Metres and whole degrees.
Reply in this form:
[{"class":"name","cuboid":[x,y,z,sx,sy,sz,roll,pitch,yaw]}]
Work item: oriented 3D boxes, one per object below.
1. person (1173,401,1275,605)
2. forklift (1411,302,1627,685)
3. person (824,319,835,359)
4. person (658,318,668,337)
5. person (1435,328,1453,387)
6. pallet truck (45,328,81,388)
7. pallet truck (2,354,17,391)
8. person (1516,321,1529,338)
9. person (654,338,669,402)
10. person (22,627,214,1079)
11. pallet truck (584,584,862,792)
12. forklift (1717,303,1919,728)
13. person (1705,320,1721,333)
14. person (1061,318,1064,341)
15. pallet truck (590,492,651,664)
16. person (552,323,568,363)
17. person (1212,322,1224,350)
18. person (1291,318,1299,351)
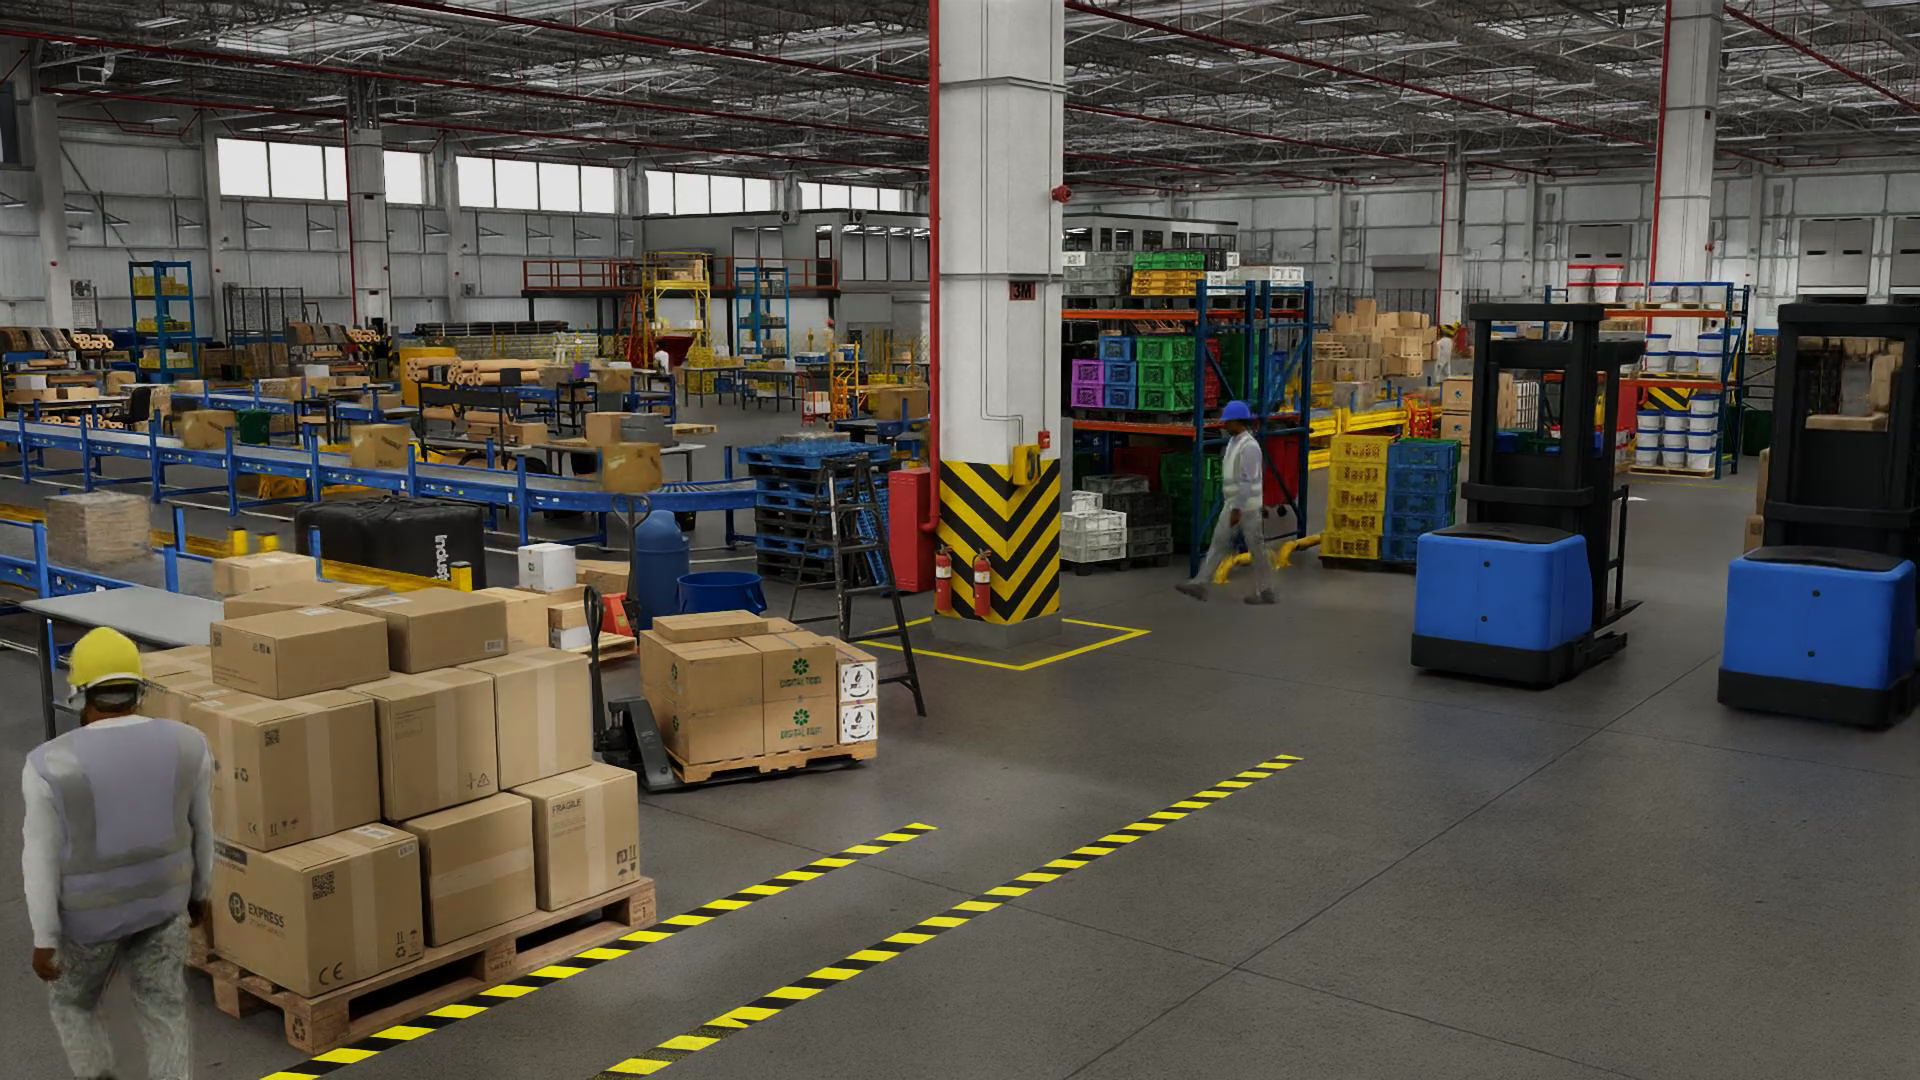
[{"class":"person","cuboid":[2.497,-0.330,15.388,0.985,1.896,0.632,-2,9,-10]},{"class":"forklift","cuboid":[4.379,-0.438,12.852,1.129,2.768,1.873,7,11,37]},{"class":"person","cuboid":[-4.943,-7.458,63.377,0.429,1.919,0.566,4,9,26]},{"class":"person","cuboid":[-12.081,-8.168,68.277,0.896,1.881,0.600,0,8,2]},{"class":"person","cuboid":[13.789,-5.050,47.210,0.635,1.913,0.834,-5,10,-29]},{"class":"pallet truck","cuboid":[-23.775,-4.544,43.495,1.885,1.965,0.823,6,10,35]},{"class":"pallet truck","cuboid":[-24.881,-4.417,42.634,1.885,1.965,0.823,8,11,41]},{"class":"person","cuboid":[26.229,-9.586,77.633,0.646,1.937,0.970,1,8,4]},{"class":"person","cuboid":[-6.925,-3.741,38.575,0.434,1.858,0.504,5,10,32]},{"class":"person","cuboid":[-2.795,1.181,5.512,0.549,1.810,0.616,8,11,42]},{"class":"pallet truck","cuboid":[-1.426,0.805,10.019,1.601,1.201,0.680,-4,9,-26]},{"class":"forklift","cuboid":[6.174,-0.261,11.661,1.129,2.768,1.873,7,11,37]},{"class":"person","cuboid":[30.890,-8.128,68.236,0.637,1.822,0.474,0,8,3]},{"class":"person","cuboid":[3.543,-7.108,60.807,1.029,2.003,0.614,-2,9,-10]},{"class":"pallet truck","cuboid":[-3.115,0.344,12.883,0.653,1.274,1.630,7,11,37]},{"class":"person","cuboid":[-13.730,-6.494,57.094,0.353,1.873,0.598,6,10,34]},{"class":"person","cuboid":[7.836,-5.692,51.083,0.538,2.000,0.693,6,11,37]},{"class":"person","cuboid":[16.931,-10.400,83.979,0.316,1.695,0.541,7,11,37]}]
